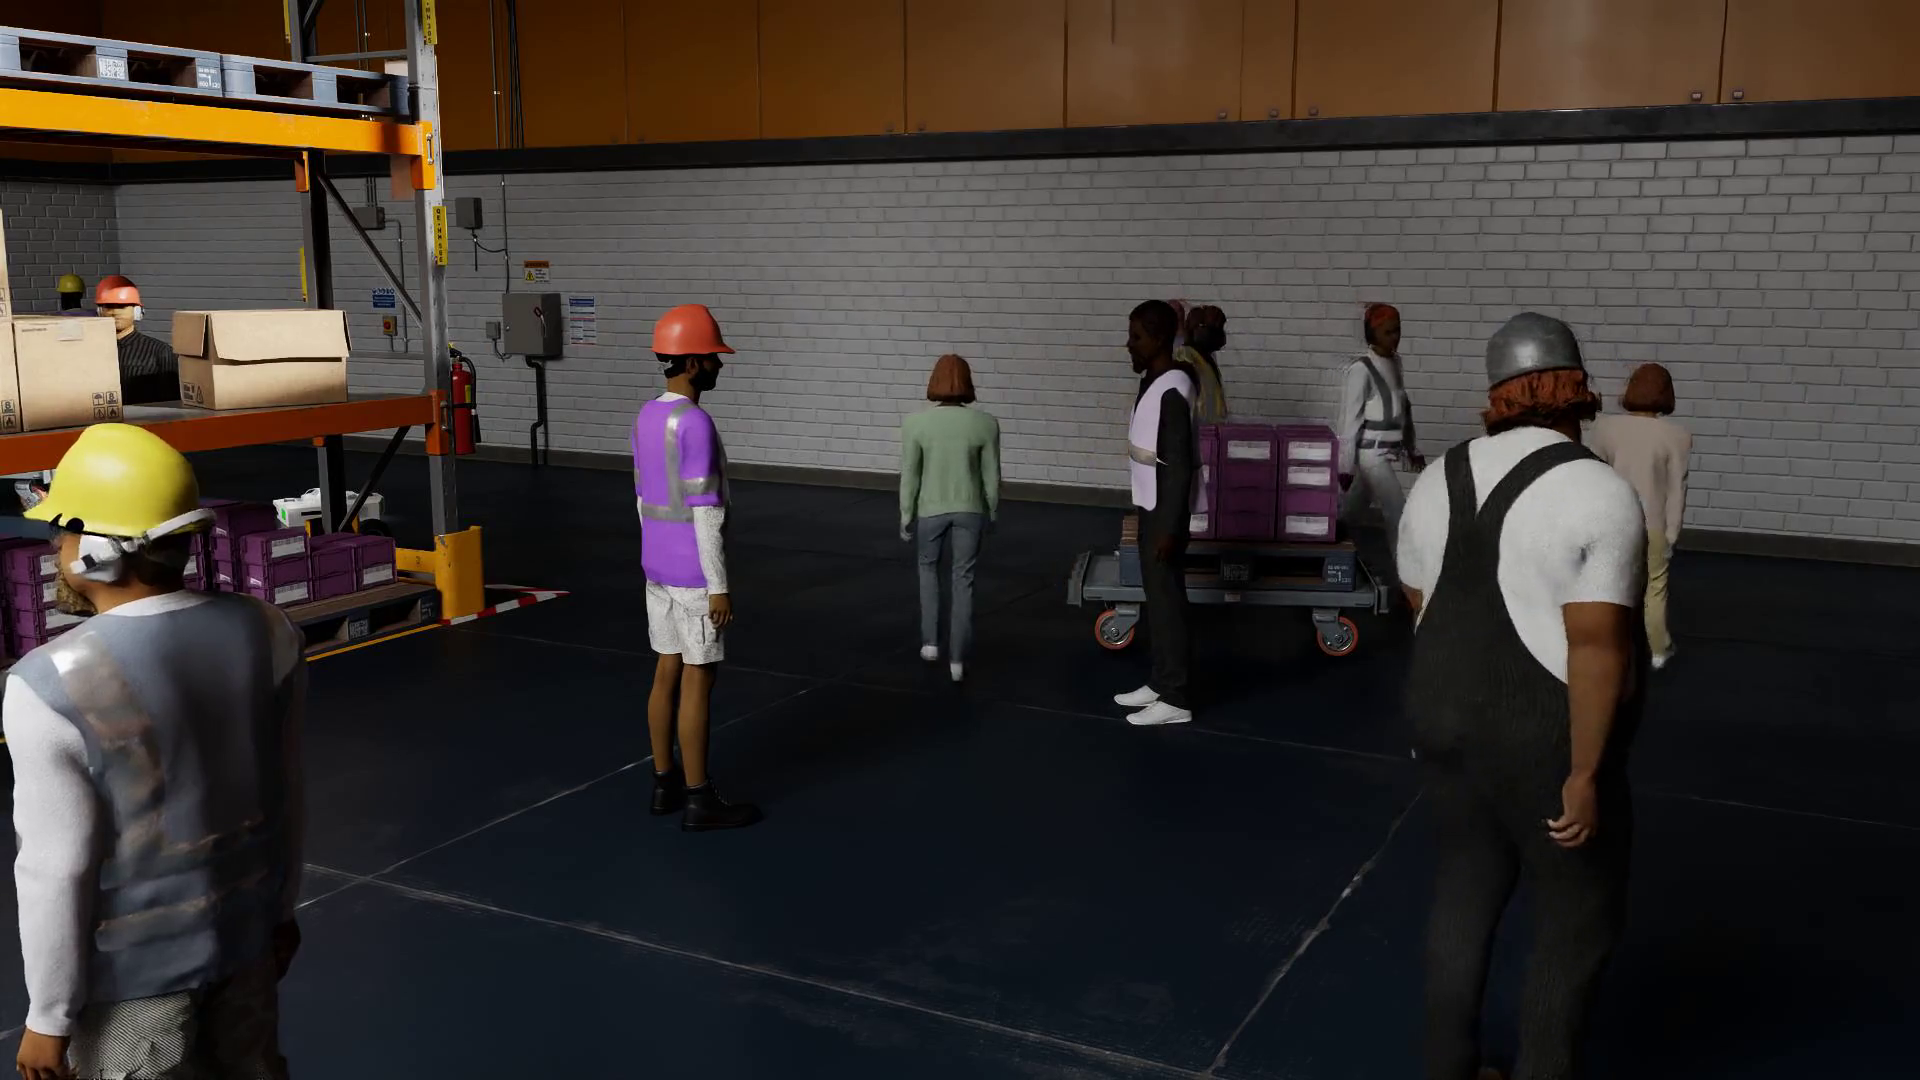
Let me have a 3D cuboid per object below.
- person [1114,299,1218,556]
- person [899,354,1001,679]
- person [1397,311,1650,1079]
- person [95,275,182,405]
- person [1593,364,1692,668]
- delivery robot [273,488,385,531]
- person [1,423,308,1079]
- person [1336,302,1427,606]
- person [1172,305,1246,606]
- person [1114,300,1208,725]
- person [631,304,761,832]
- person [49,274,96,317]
[{"bbox_3d":[1.634,-0.713,11.282,1.084,1.826,0.633,2,10,12],"label":"person"},{"bbox_3d":[-0.055,-0.133,8.470,0.509,1.611,0.682,0,10,-2],"label":"person"},{"bbox_3d":[1.350,0.426,4.006,0.567,2.000,0.706,-6,11,-30],"label":"person"},{"bbox_3d":[-4.805,-0.523,9.626,0.618,1.997,0.373,0,10,2],"label":"person"},{"bbox_3d":[3.367,-0.083,8.275,0.505,1.583,0.887,8,13,38],"label":"person"},{"bbox_3d":[-4.404,-0.192,11.611,0.707,0.478,0.477,-6,11,-30],"label":"delivery robot"},{"bbox_3d":[-1.427,0.708,2.976,0.404,1.833,0.602,4,11,22],"label":"person"},{"bbox_3d":[2.471,-0.518,10.056,0.983,1.845,0.657,5,11,29],"label":"person"},{"bbox_3d":[1.508,-0.509,10.097,0.865,1.807,0.639,3,10,16],"label":"person"},{"bbox_3d":[0.926,-0.122,7.543,0.371,1.915,0.597,0,10,-3],"label":"person"},{"bbox_3d":[-0.991,0.105,6.163,0.361,1.940,0.543,-7,12,-34],"label":"person"},{"bbox_3d":[-8.230,-1.506,15.530,0.382,1.924,0.617,8,12,38],"label":"person"}]
